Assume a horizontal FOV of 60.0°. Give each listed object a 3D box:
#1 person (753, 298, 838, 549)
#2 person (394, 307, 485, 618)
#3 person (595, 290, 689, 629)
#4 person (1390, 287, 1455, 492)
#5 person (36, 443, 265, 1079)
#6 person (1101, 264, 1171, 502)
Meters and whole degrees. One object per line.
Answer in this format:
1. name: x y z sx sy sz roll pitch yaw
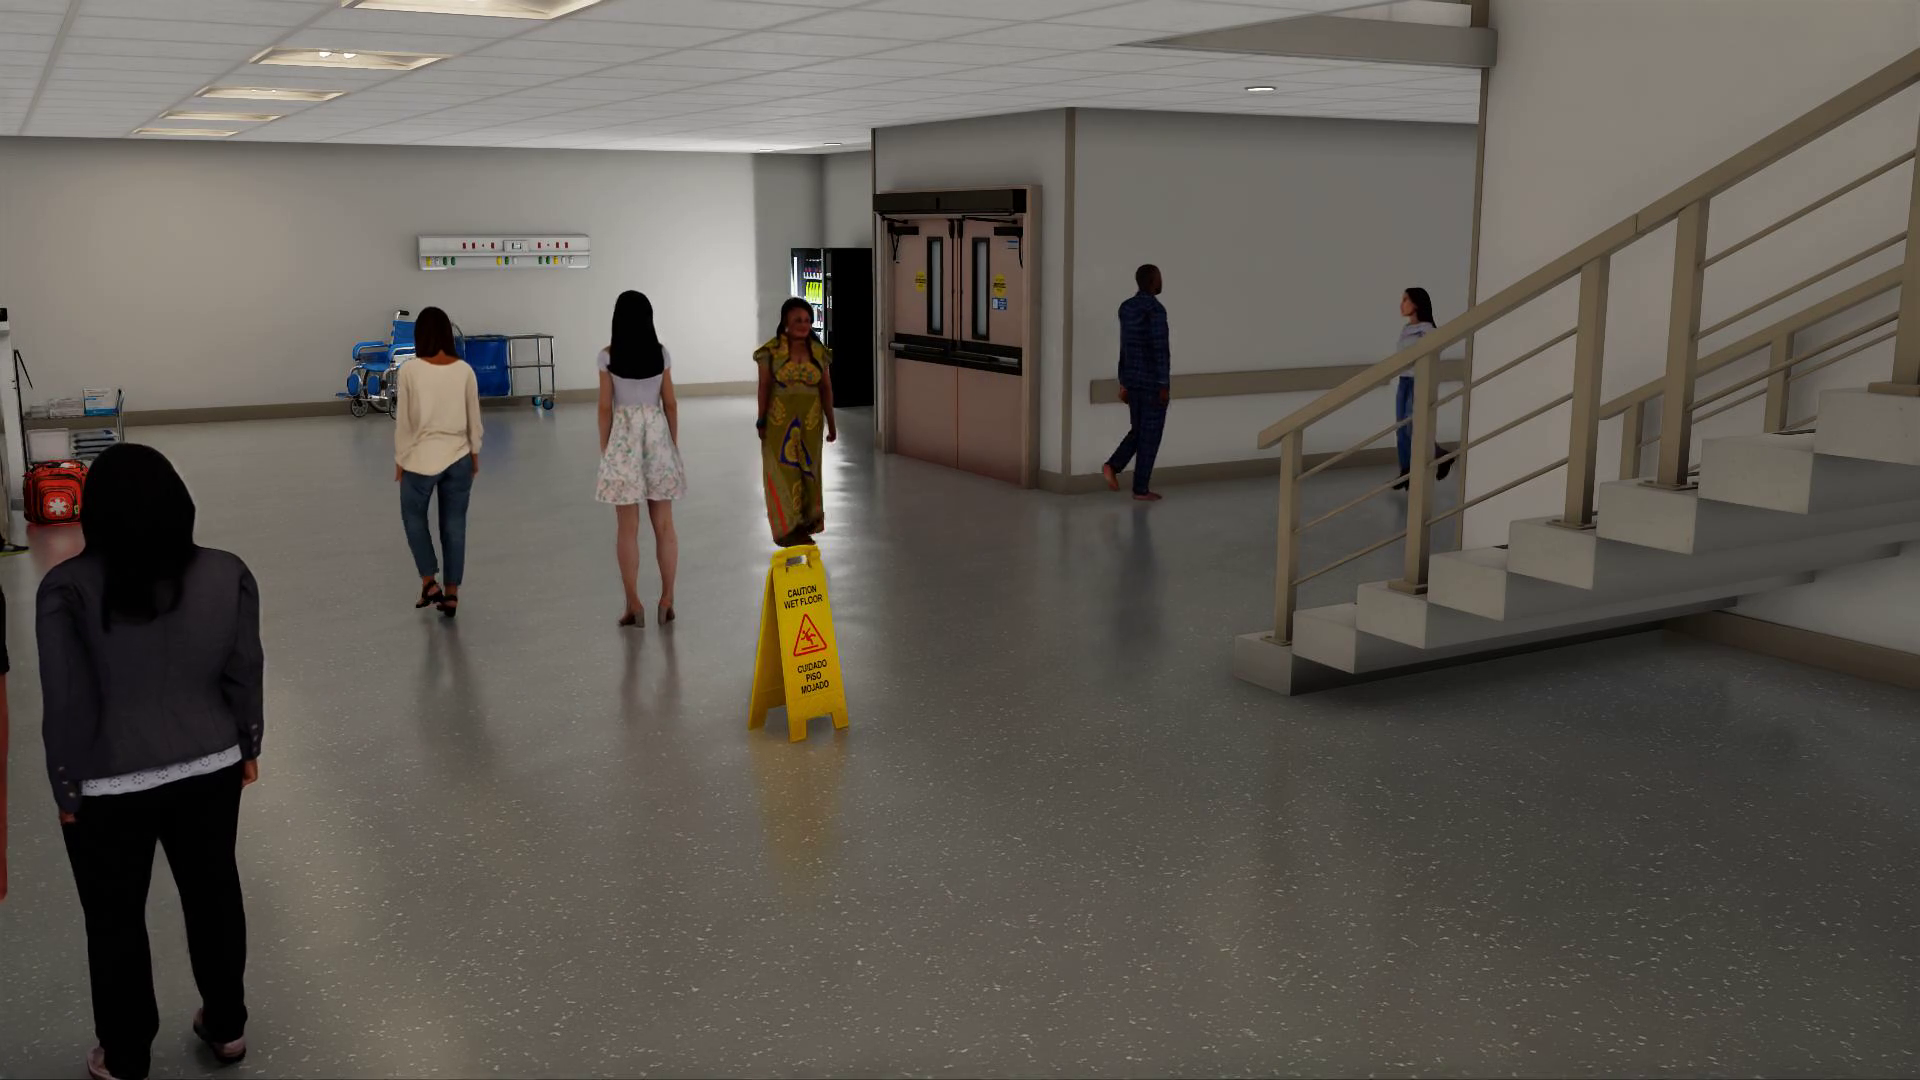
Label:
1. person: -1.115 -0.739 10.856 0.709 1.617 1.222 -6 12 -28
2. person: -2.789 -0.401 8.934 0.640 1.670 0.569 -6 12 -29
3. person: -1.691 -0.427 8.790 0.682 1.774 0.675 -4 12 -21
4. person: 3.673 -1.175 13.168 0.803 1.612 0.797 -2 11 -11
5. person: -1.985 0.556 4.092 0.741 1.594 0.741 10 15 43
6. person: 1.350 -1.190 12.708 0.733 1.813 0.695 -6 12 -27
